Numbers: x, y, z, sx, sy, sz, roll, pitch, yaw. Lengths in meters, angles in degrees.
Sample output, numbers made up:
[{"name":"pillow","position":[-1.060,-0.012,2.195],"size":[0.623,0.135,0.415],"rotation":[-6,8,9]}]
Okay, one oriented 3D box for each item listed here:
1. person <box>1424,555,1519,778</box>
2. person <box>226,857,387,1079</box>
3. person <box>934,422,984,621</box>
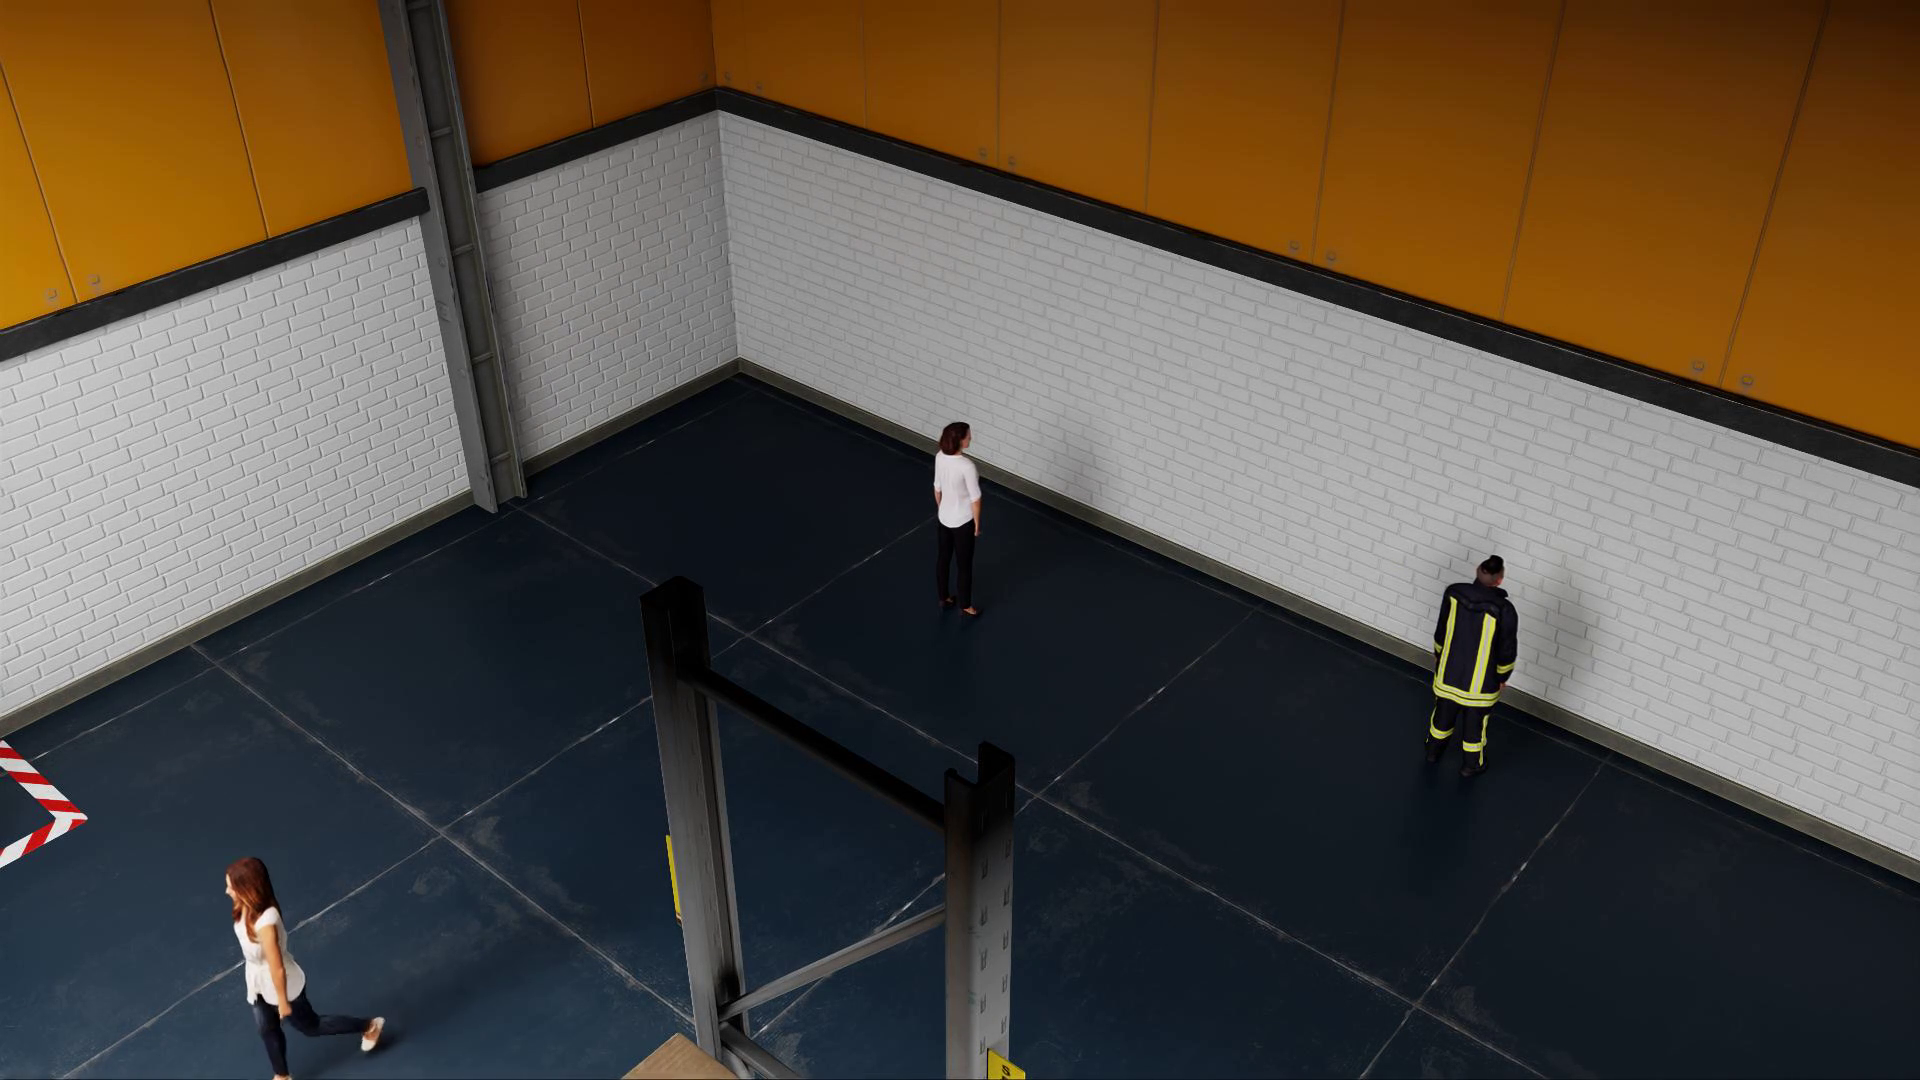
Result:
[{"name":"person","position":[3.633,0.863,11.813],"size":[0.735,1.860,0.668],"rotation":[26,42,34]},{"name":"person","position":[-3.792,2.468,9.489],"size":[1.110,1.759,0.745],"rotation":[-24,40,-31]},{"name":"person","position":[-0.034,-0.145,13.392],"size":[0.602,1.792,0.512],"rotation":[26,42,34]}]
